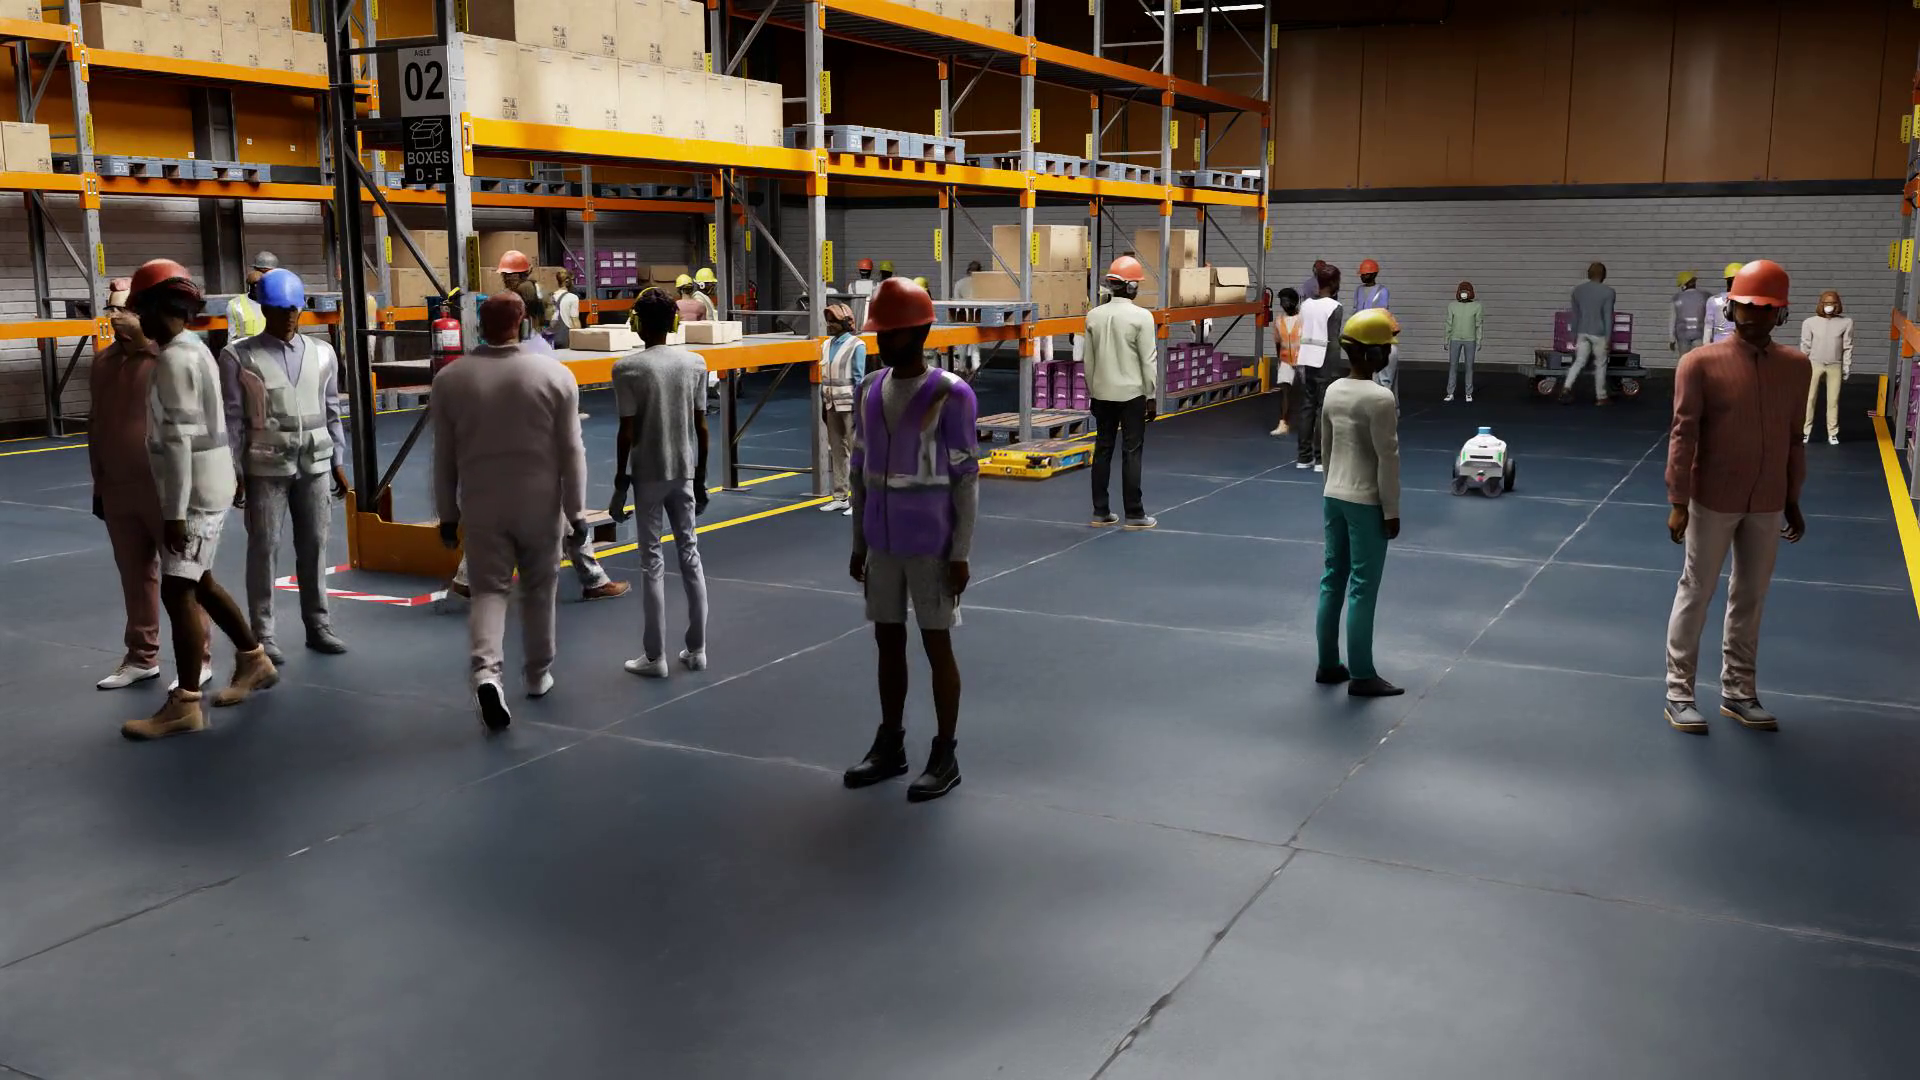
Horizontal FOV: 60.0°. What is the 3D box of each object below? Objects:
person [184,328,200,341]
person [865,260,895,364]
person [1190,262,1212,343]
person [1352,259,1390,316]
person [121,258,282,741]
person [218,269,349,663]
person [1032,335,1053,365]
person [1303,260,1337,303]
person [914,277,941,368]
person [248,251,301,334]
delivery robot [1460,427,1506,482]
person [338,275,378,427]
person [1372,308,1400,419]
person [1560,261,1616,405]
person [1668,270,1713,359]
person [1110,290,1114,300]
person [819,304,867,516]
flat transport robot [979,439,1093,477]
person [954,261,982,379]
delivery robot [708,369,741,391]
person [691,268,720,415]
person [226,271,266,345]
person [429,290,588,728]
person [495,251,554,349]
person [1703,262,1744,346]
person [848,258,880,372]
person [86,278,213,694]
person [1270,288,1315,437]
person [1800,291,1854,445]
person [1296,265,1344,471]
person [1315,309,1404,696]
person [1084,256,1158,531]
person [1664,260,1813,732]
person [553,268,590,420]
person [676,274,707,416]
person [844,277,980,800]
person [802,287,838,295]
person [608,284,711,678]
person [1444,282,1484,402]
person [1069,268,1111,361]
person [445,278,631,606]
[{"bbox_3d":[-6.724,-1.297,14.434,0.544,1.669,0.657,2,10,14],"label":"person"},{"bbox_3d":[-1.414,-3.976,29.316,0.686,1.897,0.600,-3,10,-19],"label":"person"},{"bbox_3d":[3.819,-3.463,26.399,0.348,1.879,0.578,8,12,38],"label":"person"},{"bbox_3d":[5.530,-2.824,22.529,0.376,1.934,0.547,-8,13,-39],"label":"person"},{"bbox_3d":[-3.273,-0.185,7.088,0.608,2.010,0.715,-4,11,-24],"label":"person"},{"bbox_3d":[-3.340,-0.365,8.265,0.409,1.943,0.615,9,14,43],"label":"person"},{"bbox_3d":[1.275,-3.512,26.479,0.680,1.944,0.779,2,10,10],"label":"person"},{"bbox_3d":[5.823,-3.598,27.094,0.654,1.906,0.408,-4,11,-22],"label":"person"},{"bbox_3d":[-0.449,-2.202,19.505,0.500,1.735,0.324,-4,11,-21],"label":"person"},{"bbox_3d":[-7.779,-2.220,18.725,0.539,2.000,0.688,4,11,22],"label":"person"},{"bbox_3d":[4.405,-0.707,13.993,0.477,0.478,0.707,4,10,19],"label":"delivery robot"},{"bbox_3d":[-6.829,-2.175,18.900,0.562,1.932,0.457,7,12,34],"label":"person"},{"bbox_3d":[3.063,-0.882,12.191,0.294,1.623,0.508,1,10,4],"label":"person"},{"bbox_3d":[8.362,-2.726,22.031,0.860,1.914,0.644,-7,12,-36],"label":"person"},{"bbox_3d":[10.076,-2.815,22.906,0.630,1.786,0.616,4,11,23],"label":"person"},{"bbox_3d":[2.396,-3.163,24.855,0.535,1.818,0.599,-8,13,-40],"label":"person"},{"bbox_3d":[-0.902,-1.008,12.890,0.311,1.634,0.514,-9,13,-42],"label":"person"},{"bbox_3d":[0.760,-0.775,15.480,0.652,0.197,1.431,5,11,27],"label":"flat transport robot"},{"bbox_3d":[0.178,-3.549,26.889,0.697,1.892,0.855,-1,10,-4],"label":"person"},{"bbox_3d":[-3.418,-2.279,23.096,0.707,0.478,0.477,3,10,17],"label":"delivery robot"},{"bbox_3d":[-3.206,-2.499,20.943,0.404,1.834,0.591,0,10,0],"label":"person"},{"bbox_3d":[-7.303,-1.881,17.378,0.624,1.837,0.429,-5,11,-26],"label":"person"},{"bbox_3d":[-1.964,-0.151,7.253,0.656,1.870,0.894,-2,10,-10],"label":"person"},{"bbox_3d":[-3.979,-1.588,15.072,0.610,2.040,0.394,2,10,13],"label":"person"},{"bbox_3d":[8.418,-2.063,18.185,0.588,1.919,0.402,1,10,8],"label":"person"},{"bbox_3d":[-1.450,-3.379,25.729,0.542,1.939,0.361,1,10,6],"label":"person"},{"bbox_3d":[-3.745,-0.243,7.666,0.639,1.910,0.407,2,10,14],"label":"person"},{"bbox_3d":[3.786,-1.987,18.536,0.617,1.644,0.863,7,12,34],"label":"person"},{"bbox_3d":[9.159,-1.818,17.611,0.501,1.626,0.283,4,10,21],"label":"person"},{"bbox_3d":[3.358,-1.594,15.482,0.396,1.911,0.612,-4,11,-22],"label":"person"},{"bbox_3d":[1.847,-0.171,7.655,0.305,1.771,0.525,-4,11,-22],"label":"person"},{"bbox_3d":[1.186,-1.066,12.180,0.612,1.995,0.382,8,13,39],"label":"person"},{"bbox_3d":[3.285,-0.174,7.020,0.622,1.990,0.389,-1,10,-8],"label":"person"},{"bbox_3d":[-4.768,-2.367,20.143,0.516,1.843,0.326,6,12,32],"label":"person"},{"bbox_3d":[-3.383,-2.399,20.601,0.520,1.759,0.348,-7,12,-35],"label":"person"},{"bbox_3d":[-0.203,0.001,6.175,0.551,1.932,0.378,7,12,34],"label":"person"},{"bbox_3d":[-1.897,-2.836,22.870,0.584,1.842,0.531,0,10,-3],"label":"person"},{"bbox_3d":[-1.439,-0.276,7.964,0.520,1.873,0.328,-7,12,-37],"label":"person"},{"bbox_3d":[6.866,-2.703,22.699,0.508,1.632,0.271,4,11,22],"label":"person"},{"bbox_3d":[1.797,-2.854,23.005,0.625,1.836,0.428,-1,10,-4],"label":"person"},{"bbox_3d":[-2.448,-0.535,9.439,1.046,1.896,0.634,-7,12,-36],"label":"person"}]
